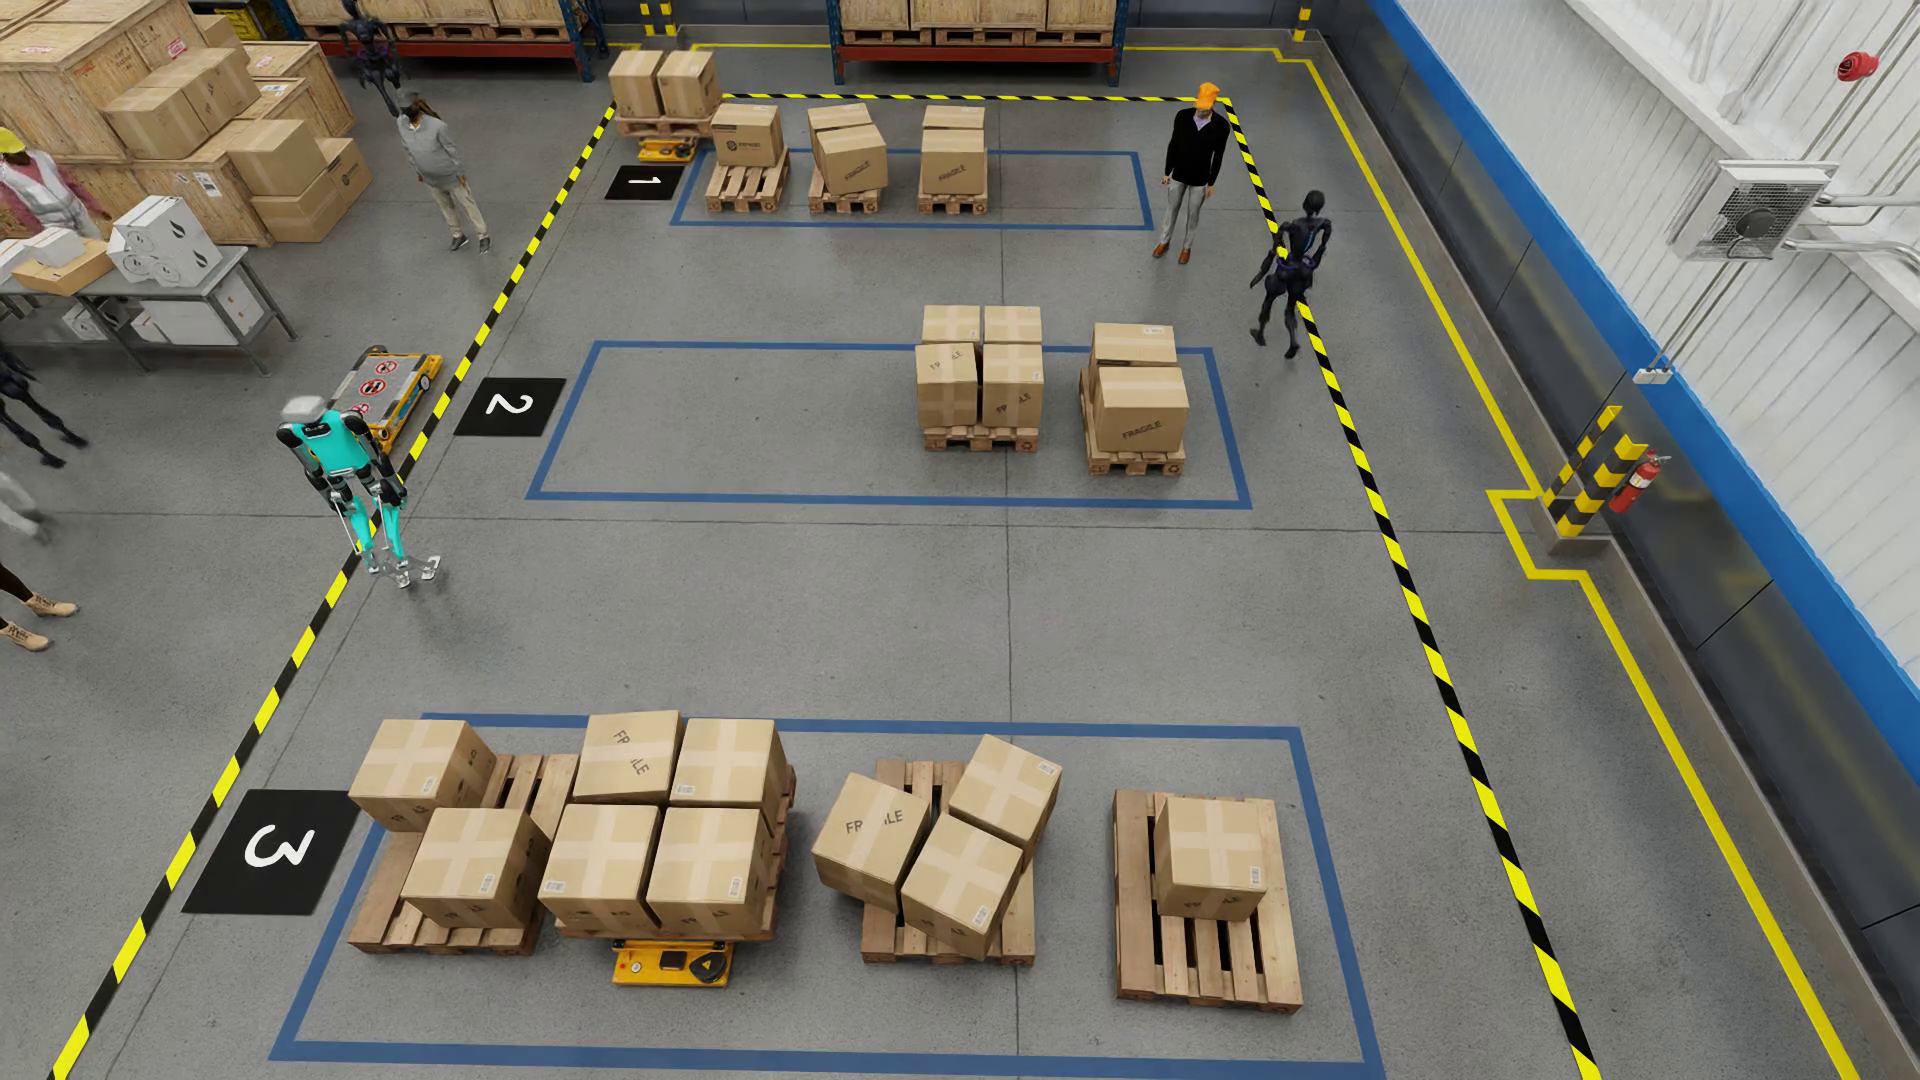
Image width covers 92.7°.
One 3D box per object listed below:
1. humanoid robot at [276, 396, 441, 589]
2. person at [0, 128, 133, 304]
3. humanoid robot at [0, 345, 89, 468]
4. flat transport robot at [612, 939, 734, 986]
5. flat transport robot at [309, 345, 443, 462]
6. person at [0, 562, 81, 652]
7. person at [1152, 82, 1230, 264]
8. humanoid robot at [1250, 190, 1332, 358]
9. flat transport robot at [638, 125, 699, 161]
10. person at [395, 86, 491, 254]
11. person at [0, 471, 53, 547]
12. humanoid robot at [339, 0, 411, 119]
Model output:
[{"bbox_3d":[-4.243,-0.206,6.494,0.533,1.673,0.735,-13,51,-11],"label":"humanoid robot"},{"bbox_3d":[-8.785,-3.174,9.037,0.503,1.809,0.626,15,51,12],"label":"person"},{"bbox_3d":[-8.000,-1.286,7.522,0.325,1.657,0.602,19,52,15],"label":"humanoid robot"},{"bbox_3d":[-1.659,1.971,5.681,0.652,0.197,1.431,1,50,1],"label":"flat transport robot"},{"bbox_3d":[-5.383,-1.269,8.441,0.659,0.231,1.431,1,50,1],"label":"flat transport robot"},{"bbox_3d":[-6.934,-0.003,6.208,0.375,2.045,0.605,3,50,3],"label":"person"},{"bbox_3d":[2.393,-3.785,9.513,0.587,1.884,0.363,21,53,17],"label":"person"},{"bbox_3d":[3.068,-2.440,8.518,0.598,1.643,0.583,-7,50,-6],"label":"humanoid robot"},{"bbox_3d":[-3.685,-5.335,11.863,0.652,0.197,1.431,1,50,1],"label":"flat transport robot"},{"bbox_3d":[-5.470,-3.886,9.671,0.562,1.769,0.397,6,50,5],"label":"person"},{"bbox_3d":[-7.722,-0.673,6.873,0.706,1.888,0.630,27,55,21],"label":"person"},{"bbox_3d":[-7.350,-6.020,11.567,0.588,1.640,0.729,-24,54,-19],"label":"humanoid robot"}]
